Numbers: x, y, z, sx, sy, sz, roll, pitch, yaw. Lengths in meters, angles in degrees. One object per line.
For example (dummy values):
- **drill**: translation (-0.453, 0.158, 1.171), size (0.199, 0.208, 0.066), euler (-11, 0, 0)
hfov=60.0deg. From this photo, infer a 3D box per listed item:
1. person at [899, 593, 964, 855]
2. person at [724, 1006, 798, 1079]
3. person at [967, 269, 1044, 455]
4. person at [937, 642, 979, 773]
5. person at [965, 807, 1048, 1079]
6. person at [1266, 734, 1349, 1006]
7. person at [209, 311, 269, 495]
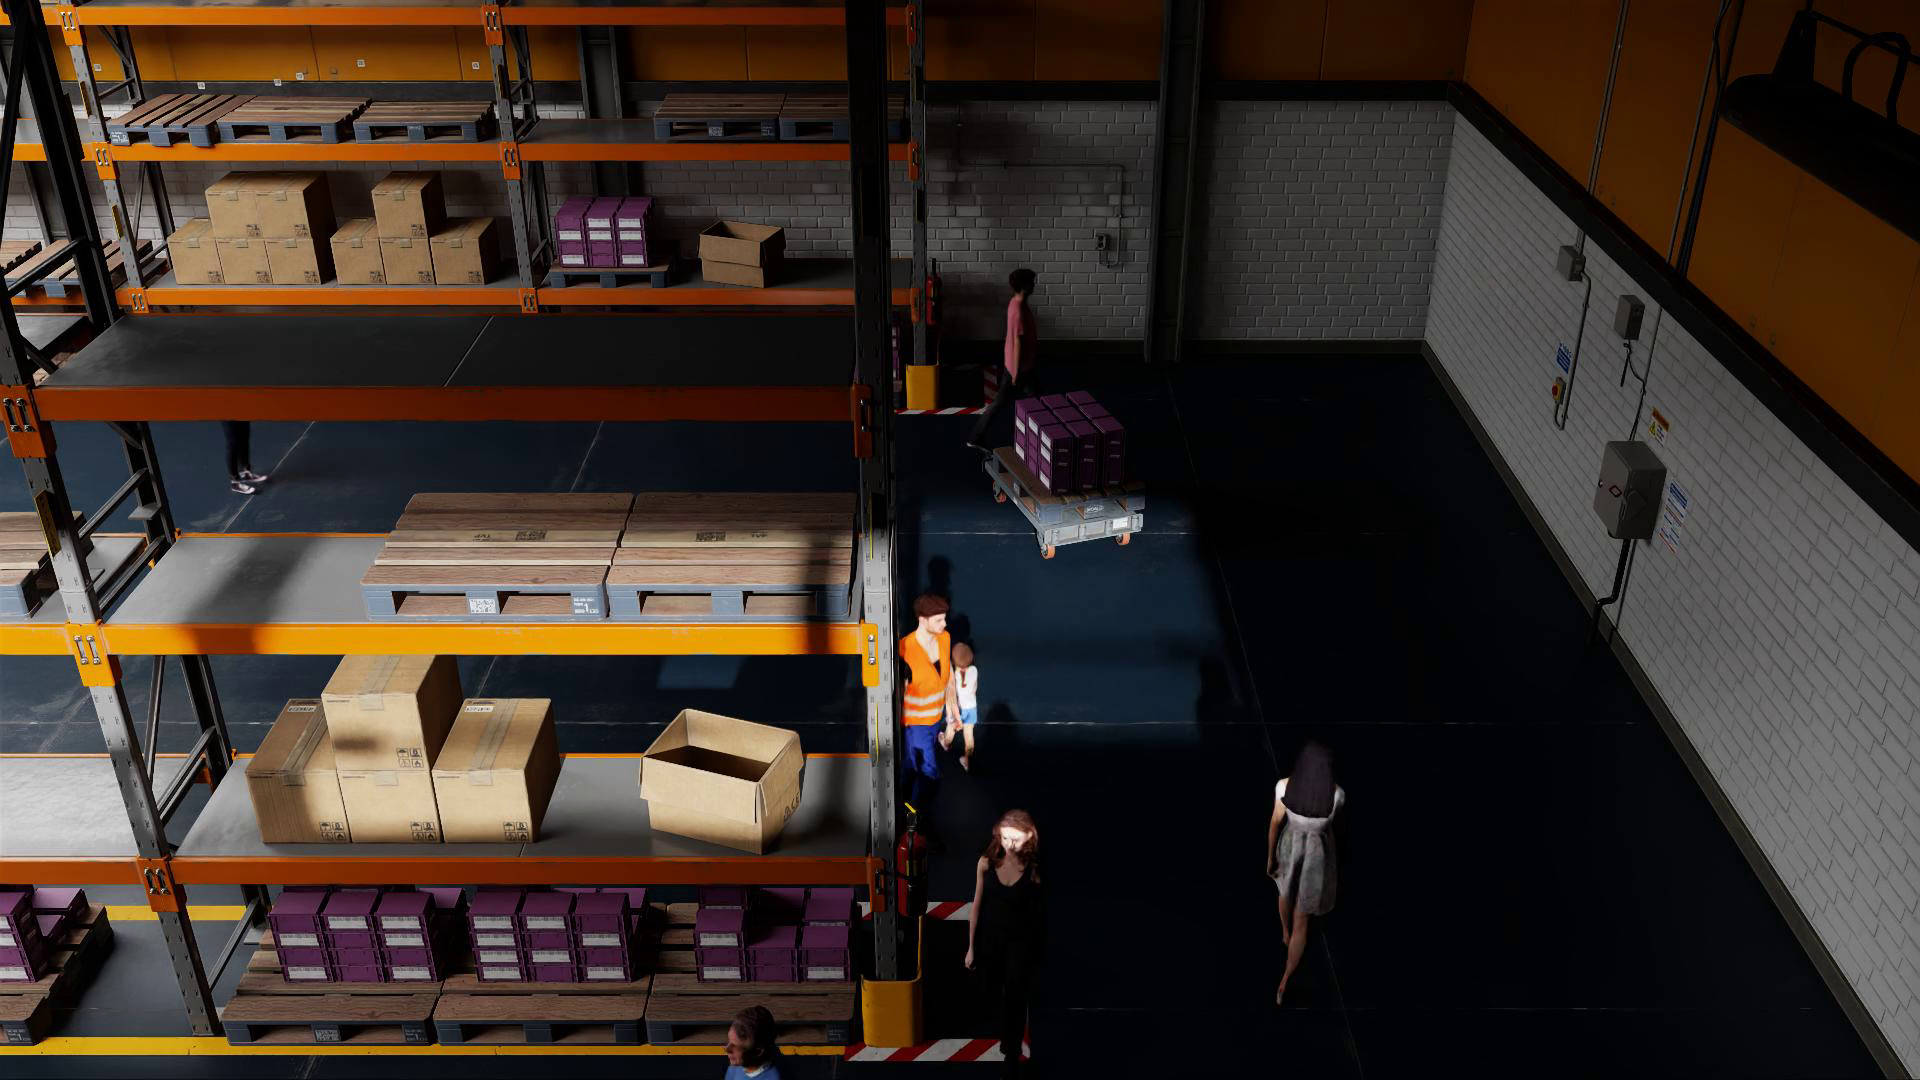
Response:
- **person**: translation (-0.344, 1.143, 10.969), size (0.932, 1.865, 0.874), euler (20, 34, 31)
- **person**: translation (-0.848, 2.870, 7.870), size (0.960, 1.799, 0.864), euler (-14, 31, -23)
- **person**: translation (0.474, -1.679, 16.086), size (1.270, 1.917, 0.794), euler (-5, 29, -9)
- **person**: translation (0.031, 1.197, 11.770), size (0.646, 1.002, 0.606), euler (-9, 30, -16)
- **person**: translation (0.276, 2.158, 9.252), size (1.011, 1.727, 0.823), euler (6, 29, 10)
- **person**: translation (1.973, 1.945, 9.617), size (0.892, 1.752, 0.861), euler (12, 31, 21)
- **person**: translation (-6.827, -1.309, 15.563), size (0.569, 1.769, 0.627), euler (3, 29, 5)
